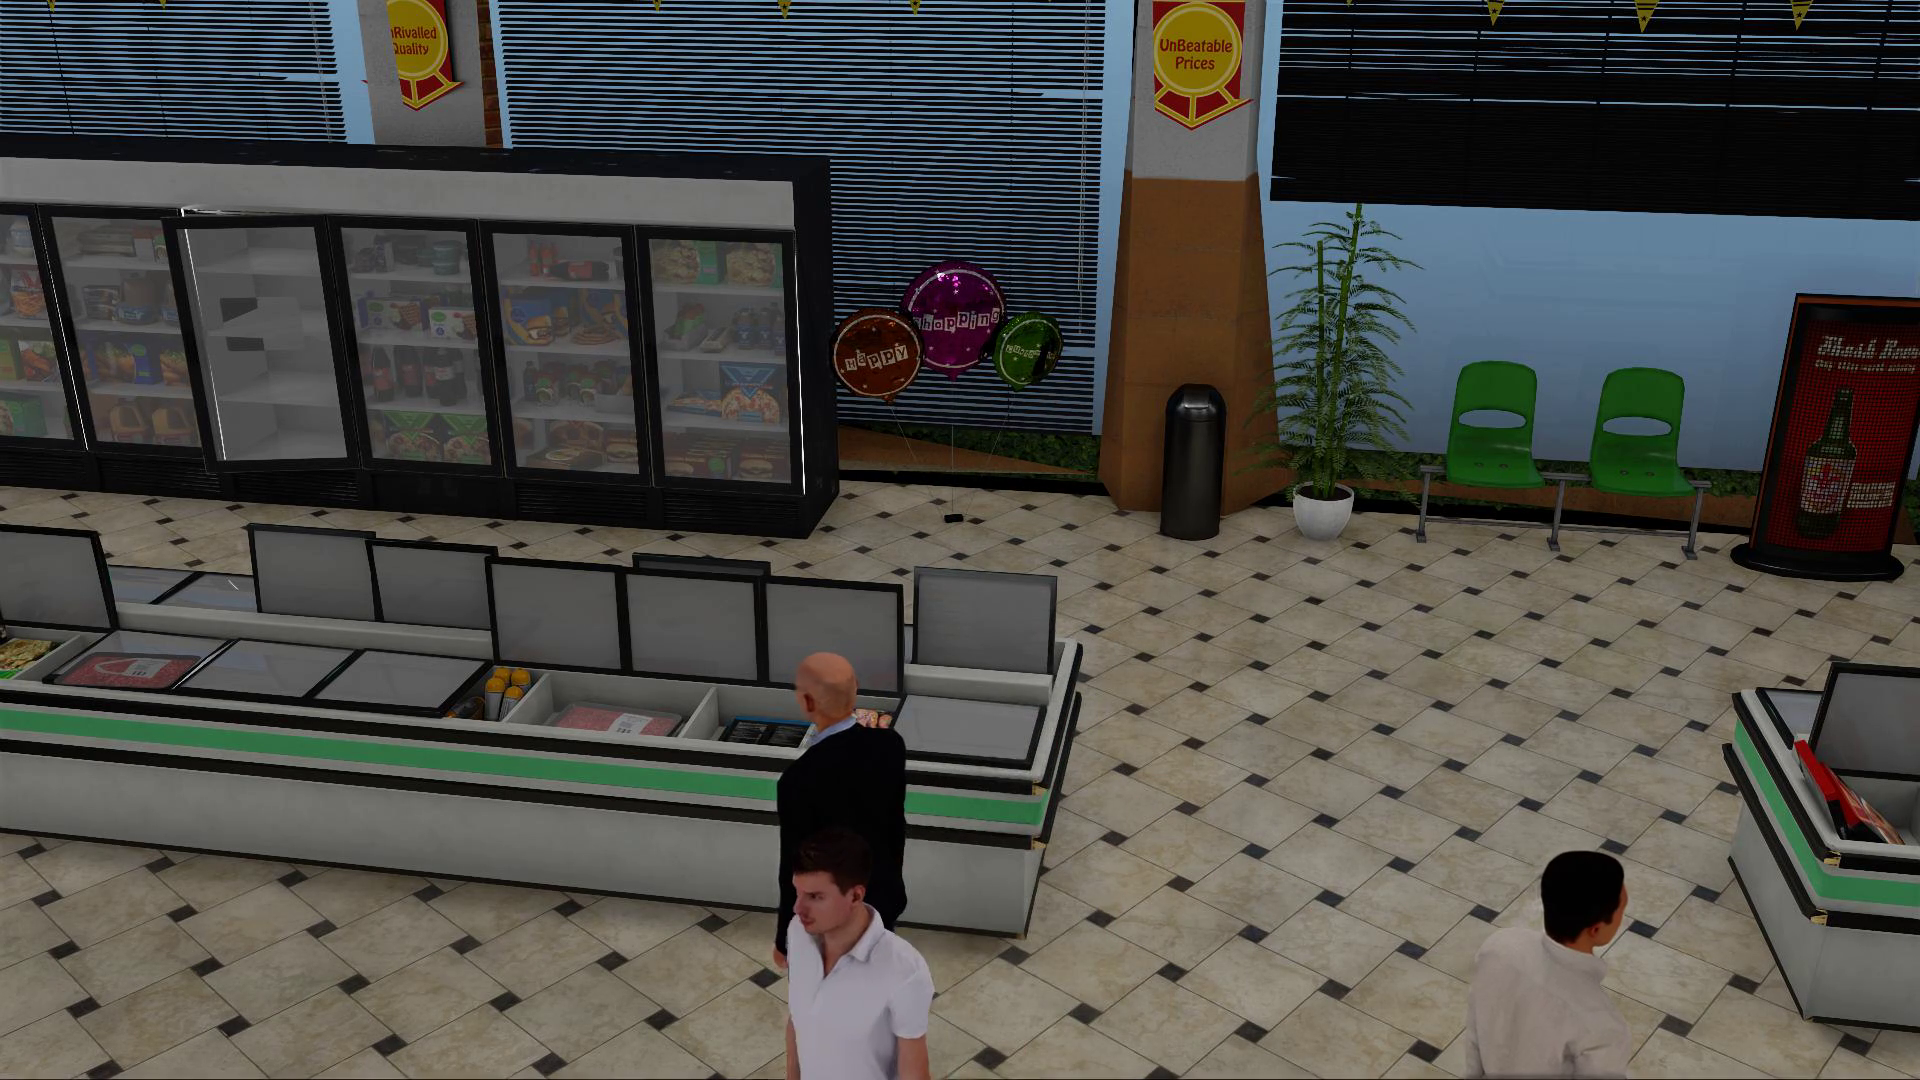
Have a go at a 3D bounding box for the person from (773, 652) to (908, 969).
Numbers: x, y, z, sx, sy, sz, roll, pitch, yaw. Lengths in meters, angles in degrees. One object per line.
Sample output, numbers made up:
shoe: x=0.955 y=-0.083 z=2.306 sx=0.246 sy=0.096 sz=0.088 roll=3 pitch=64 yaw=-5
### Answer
person: x=-0.380 y=1.185 z=5.384 sx=0.766 sy=1.798 sz=0.787 roll=-20 pitch=30 yaw=-41

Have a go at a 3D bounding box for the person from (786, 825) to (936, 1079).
person: x=-0.207 y=1.547 z=4.432 sx=0.934 sy=1.836 sz=0.965 roll=19 pitch=29 yaw=39

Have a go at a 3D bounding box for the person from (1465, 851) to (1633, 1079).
person: x=1.484 y=1.600 z=4.337 sx=0.729 sy=1.809 sz=0.740 roll=-8 pitch=23 yaw=-20
